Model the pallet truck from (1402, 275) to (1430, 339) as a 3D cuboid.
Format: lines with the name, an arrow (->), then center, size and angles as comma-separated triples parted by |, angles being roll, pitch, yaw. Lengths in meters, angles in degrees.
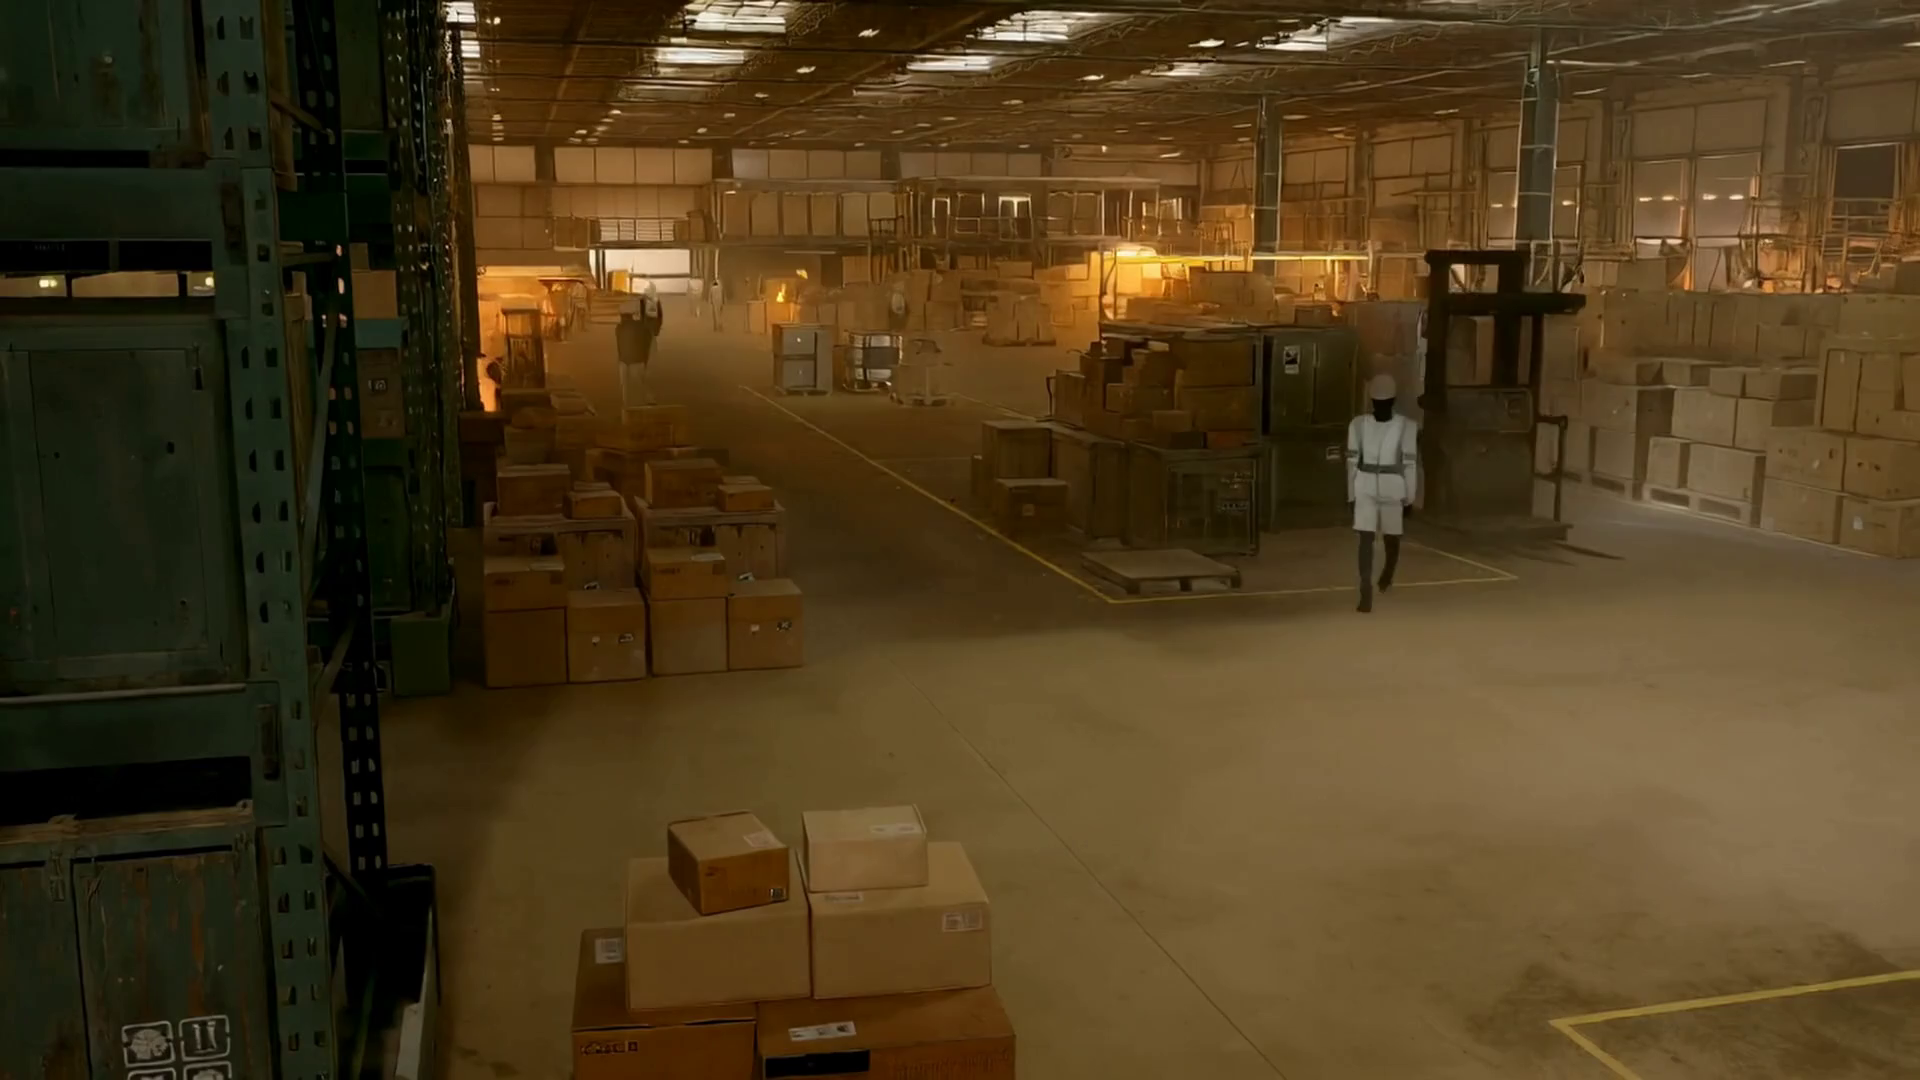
pallet truck -> 14.620, -7.324, 52.145 | 0.823, 1.965, 1.885 | 8, 13, 40

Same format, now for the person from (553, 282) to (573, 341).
person -> -12.063, -6.958, 50.663 | 0.584, 1.791, 0.784 | 0, 10, -2

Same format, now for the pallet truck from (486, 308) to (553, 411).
pallet truck -> -6.242, -2.418, 24.362 | 0.823, 1.965, 1.885 | 1, 10, 3

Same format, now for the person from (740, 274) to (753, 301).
person -> -8.811, -10.104, 68.646 | 0.526, 1.733, 0.780 | -2, 10, -10

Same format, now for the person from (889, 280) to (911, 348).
person -> -1.481, -5.792, 43.347 | 0.953, 2.000, 0.693 | -2, 10, -11

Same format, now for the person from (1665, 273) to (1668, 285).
person -> 25.608, -8.817, 60.856 | 0.615, 1.906, 0.616 | -4, 11, -19

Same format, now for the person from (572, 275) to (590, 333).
person -> -12.612, -7.850, 55.352 | 0.556, 1.924, 0.539 | -6, 12, -30

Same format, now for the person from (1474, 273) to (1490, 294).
person -> 20.014, -9.305, 63.804 | 0.622, 1.844, 0.429 | -1, 10, -5

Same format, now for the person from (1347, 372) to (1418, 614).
person -> 3.368, -0.404, 13.262 | 0.552, 1.906, 0.846 | 4, 11, 19

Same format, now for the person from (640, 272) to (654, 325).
person -> -11.502, -8.872, 61.082 | 0.542, 1.938, 0.358 | -6, 12, -30

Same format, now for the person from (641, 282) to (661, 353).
person -> -8.369, -6.031, 45.098 | 0.612, 1.899, 0.461 | -9, 14, -42

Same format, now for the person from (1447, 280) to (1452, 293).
person -> 19.753, -9.989, 67.904 | 0.687, 1.770, 0.995 | 5, 11, 27

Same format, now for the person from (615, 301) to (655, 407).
person -> -5.440, -3.003, 27.757 | 0.616, 1.964, 0.715 | 4, 11, 22

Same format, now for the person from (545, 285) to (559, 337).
person -> -12.839, -7.230, 52.534 | 0.660, 1.655, 0.566 | 7, 12, 34

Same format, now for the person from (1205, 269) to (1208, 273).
person -> 11.530, -11.814, 78.062 | 0.571, 1.840, 1.000 | 2, 10, 12

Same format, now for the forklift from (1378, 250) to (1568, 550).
forklift -> 4.989, -1.438, 16.316 | 1.129, 2.768, 1.873 | -3, 10, -15

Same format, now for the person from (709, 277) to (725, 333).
person -> -8.085, -7.812, 55.307 | 0.532, 1.854, 0.429 | 0, 10, -1

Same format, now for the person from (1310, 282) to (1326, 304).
person -> 11.898, -7.734, 55.346 | 0.533, 1.690, 0.321 | 4, 11, 23

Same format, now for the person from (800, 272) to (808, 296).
person -> -6.213, -9.983, 67.667 | 0.830, 1.840, 0.515 | -1, 10, -3

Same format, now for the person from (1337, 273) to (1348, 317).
person -> 14.247, -8.944, 61.628 | 0.975, 1.901, 0.552 | 6, 12, 31

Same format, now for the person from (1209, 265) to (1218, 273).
person -> 12.467, -12.581, 82.061 | 0.615, 1.942, 0.408 | -1, 10, -8

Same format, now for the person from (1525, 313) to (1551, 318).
person -> 11.930, -4.124, 34.297 | 0.781, 1.909, 0.642 | -6, 12, -30

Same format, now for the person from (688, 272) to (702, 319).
person -> -10.526, -9.746, 66.229 | 0.596, 1.879, 0.983 | -5, 11, -24

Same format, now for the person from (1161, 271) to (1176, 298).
person -> 7.945, -9.296, 63.479 | 0.627, 1.940, 0.372 | -3, 10, -17

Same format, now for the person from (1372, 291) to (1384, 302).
person -> 9.248, -4.636, 37.280 | 0.601, 1.883, 0.678 | -9, 13, -41

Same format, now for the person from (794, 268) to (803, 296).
person -> -6.752, -10.486, 70.191 | 0.604, 1.945, 0.590 | 4, 11, 24
